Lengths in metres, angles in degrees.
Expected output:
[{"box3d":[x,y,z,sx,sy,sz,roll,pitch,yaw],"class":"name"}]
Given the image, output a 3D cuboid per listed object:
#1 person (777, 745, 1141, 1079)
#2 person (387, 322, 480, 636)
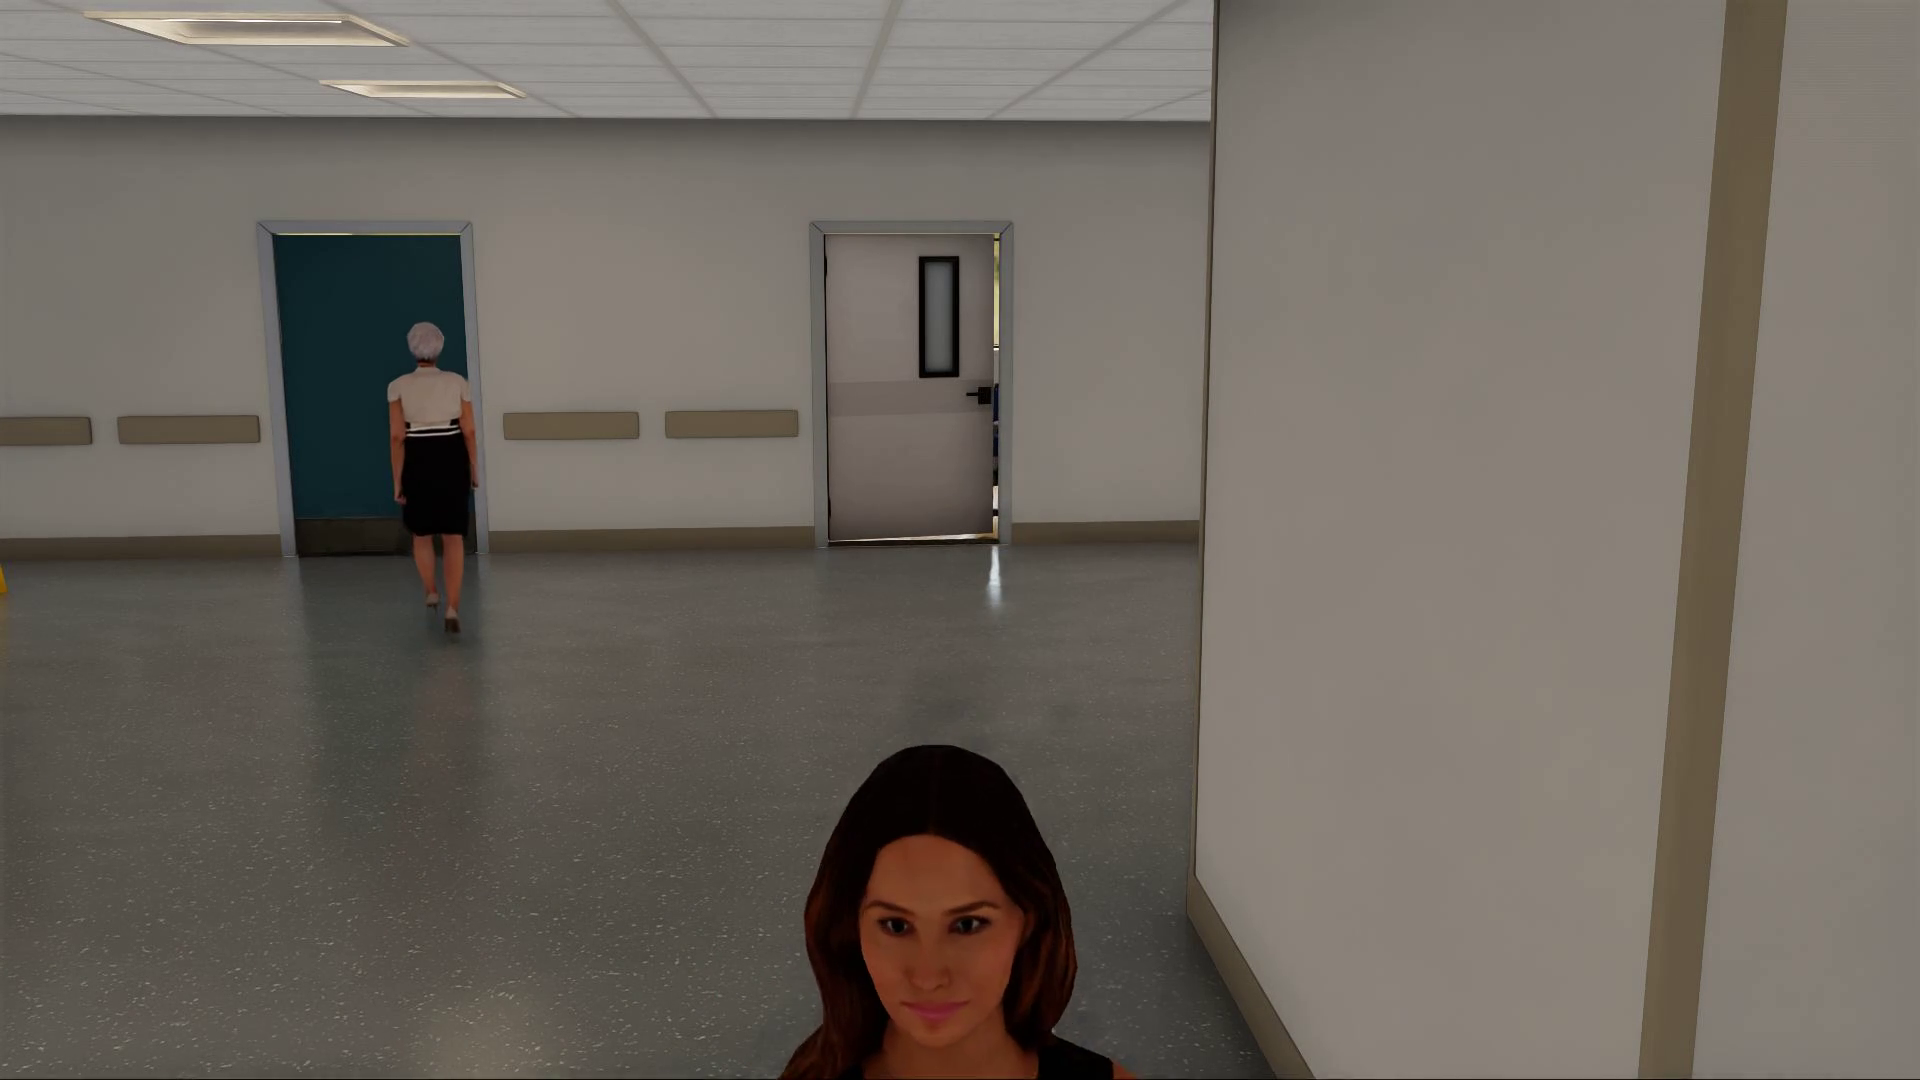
[{"box3d":[-0.004,1.076,1.712,0.958,1.806,0.734,0,11,1],"class":"person"},{"box3d":[-2.894,-0.299,9.216,1.072,1.711,0.809,-3,11,-16],"class":"person"}]
